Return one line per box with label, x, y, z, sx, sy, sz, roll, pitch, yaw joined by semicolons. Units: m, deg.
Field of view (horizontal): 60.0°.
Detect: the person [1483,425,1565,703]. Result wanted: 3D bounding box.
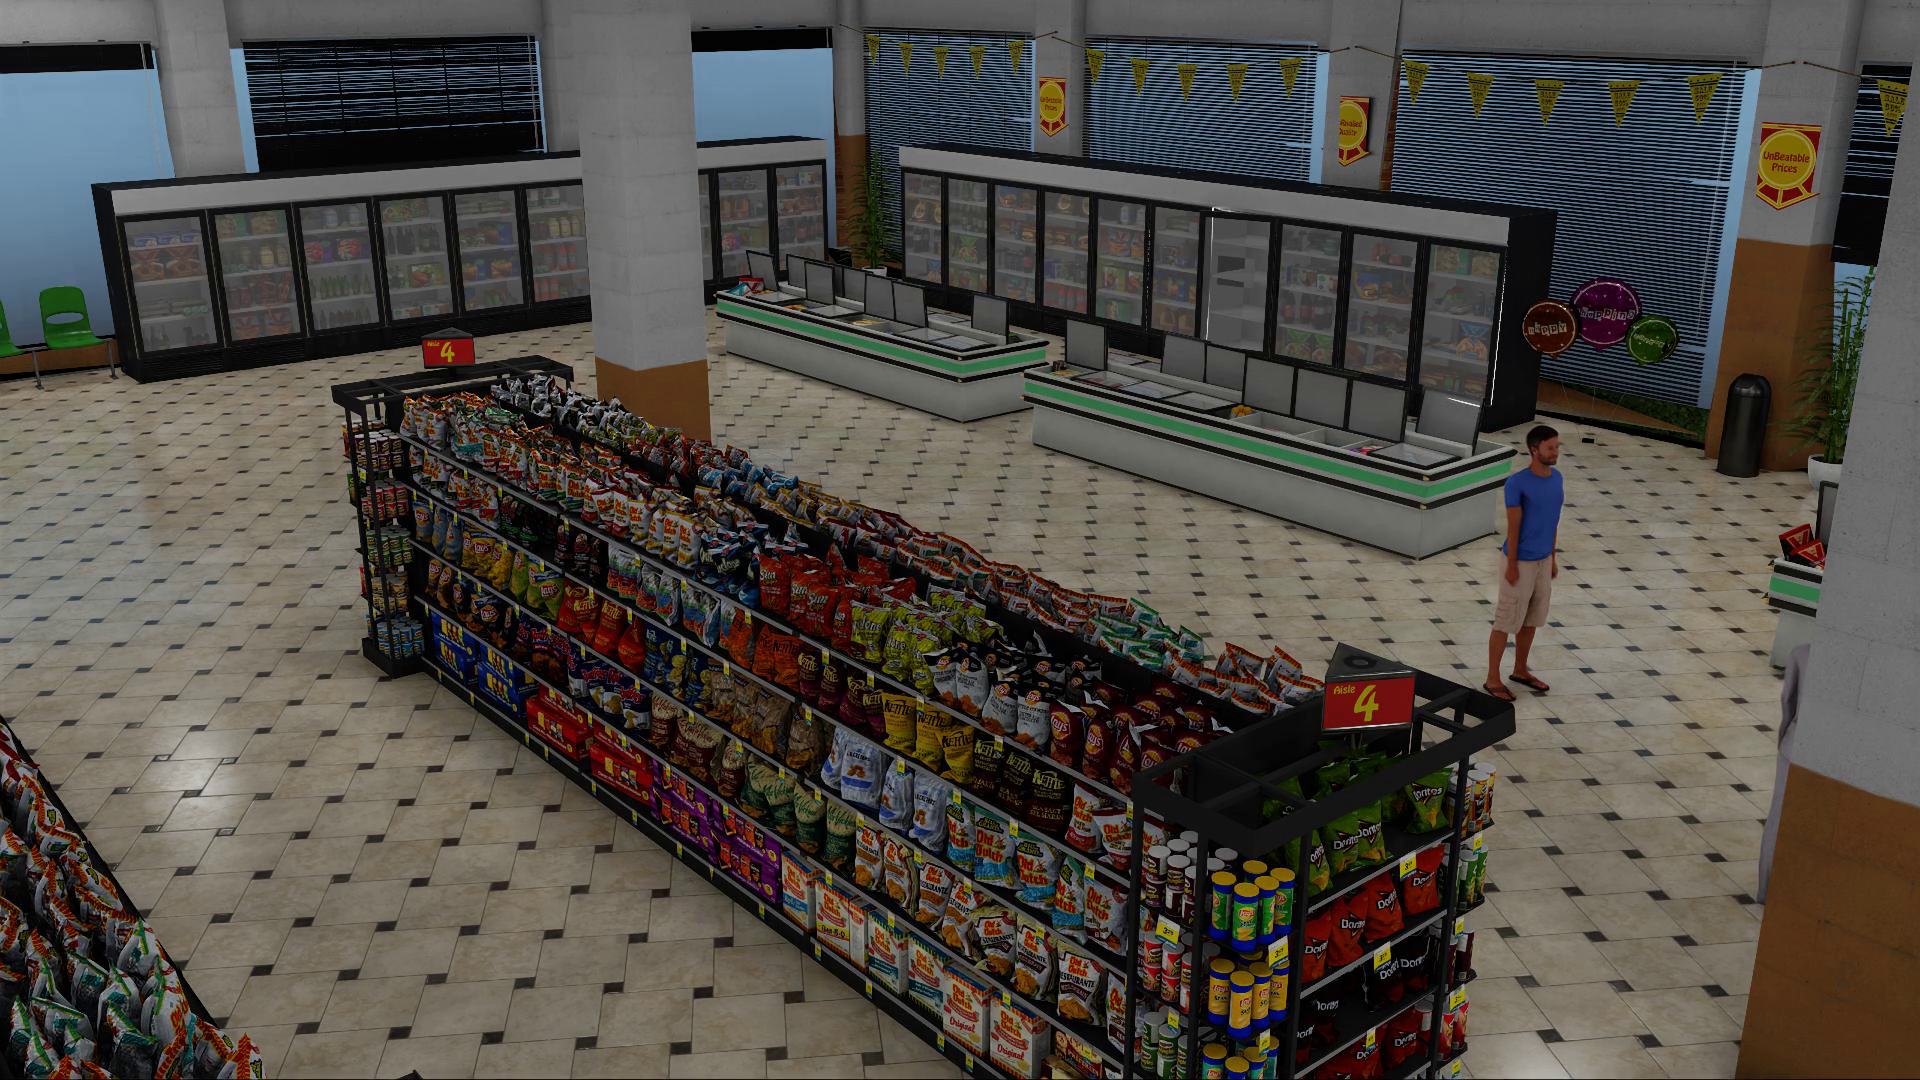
person;3.809;0.128;11.185;0.689;1.863;0.622;-10;21;-28
